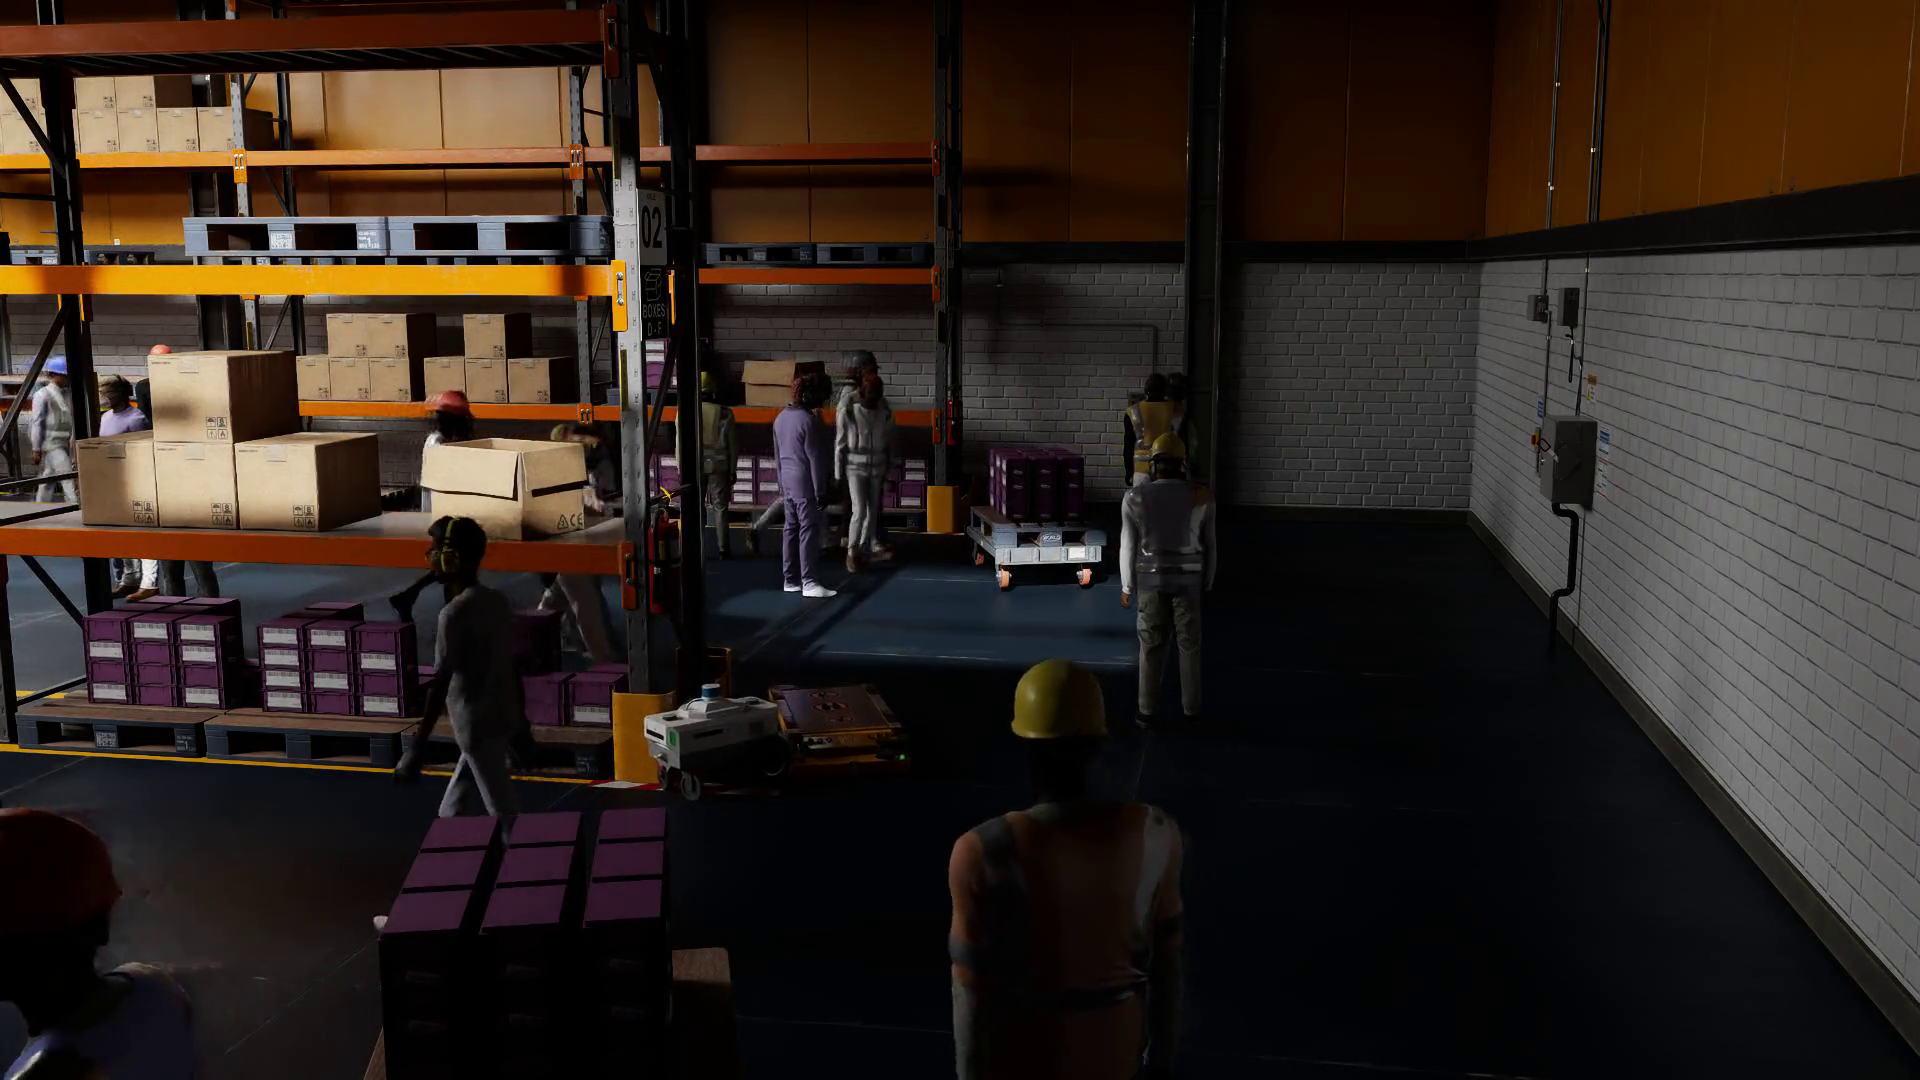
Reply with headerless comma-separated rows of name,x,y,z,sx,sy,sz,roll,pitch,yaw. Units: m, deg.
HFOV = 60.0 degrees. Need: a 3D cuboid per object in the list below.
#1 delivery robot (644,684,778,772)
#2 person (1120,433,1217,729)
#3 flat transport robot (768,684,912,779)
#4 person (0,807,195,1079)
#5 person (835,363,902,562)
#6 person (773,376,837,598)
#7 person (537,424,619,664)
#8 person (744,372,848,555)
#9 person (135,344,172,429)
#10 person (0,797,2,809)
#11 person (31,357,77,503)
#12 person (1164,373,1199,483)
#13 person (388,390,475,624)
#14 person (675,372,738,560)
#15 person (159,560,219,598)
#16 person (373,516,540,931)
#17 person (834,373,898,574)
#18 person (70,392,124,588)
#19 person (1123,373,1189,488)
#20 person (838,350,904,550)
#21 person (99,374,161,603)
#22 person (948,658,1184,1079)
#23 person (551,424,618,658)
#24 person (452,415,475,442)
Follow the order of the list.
delivery robot,-1.348,1.025,9.032,0.707,0.478,0.477,-7,12,-39
person,1.269,0.256,10.175,0.589,1.821,0.404,1,9,4
flat transport robot,-0.739,1.091,9.788,0.652,0.197,1.431,-2,9,-13
person,-1.535,1.388,2.829,0.498,1.923,0.566,-1,9,-7
person,-0.800,-0.744,16.106,0.773,1.908,0.658,7,11,36
person,-1.327,-0.457,14.334,0.409,1.907,0.651,-7,11,-37
person,-2.617,0.112,11.217,0.940,1.793,0.635,0,9,-1
person,-1.615,-0.730,16.280,0.983,1.841,0.613,-3,10,-21
person,-8.779,-1.165,18.448,0.612,1.997,0.375,-6,11,-32
person,-4.552,0.659,7.345,0.387,1.927,0.589,4,10,23
person,-9.599,-1.017,17.858,1.013,1.880,0.625,0,9,2
person,2.153,-0.759,16.526,0.651,1.807,0.689,1,9,9
person,-3.973,-0.180,12.596,0.652,1.910,0.575,-3,10,-20
person,-2.450,-0.711,16.122,0.600,1.836,0.404,-1,9,-8
person,-5.766,-0.149,12.328,0.630,1.940,0.372,1,9,4
person,-1.954,0.808,6.792,0.973,1.819,0.520,0,9,1
person,-0.855,-0.604,15.358,0.596,1.864,0.479,-4,10,-26
person,-7.394,-0.398,14.409,0.322,1.765,0.533,7,12,38
person,1.858,-0.663,15.817,0.627,1.844,0.429,0,9,0
person,-0.861,-0.912,16.743,0.804,2.000,0.704,0,9,3
person,-7.055,-0.437,14.110,0.628,1.939,0.375,7,11,35
person,0.266,1.226,3.919,0.597,1.900,0.825,-3,10,-17
person,-2.804,0.023,11.932,0.718,1.706,0.503,0,9,0
person,-4.083,-0.217,13.664,0.310,1.642,0.514,-5,10,-27
